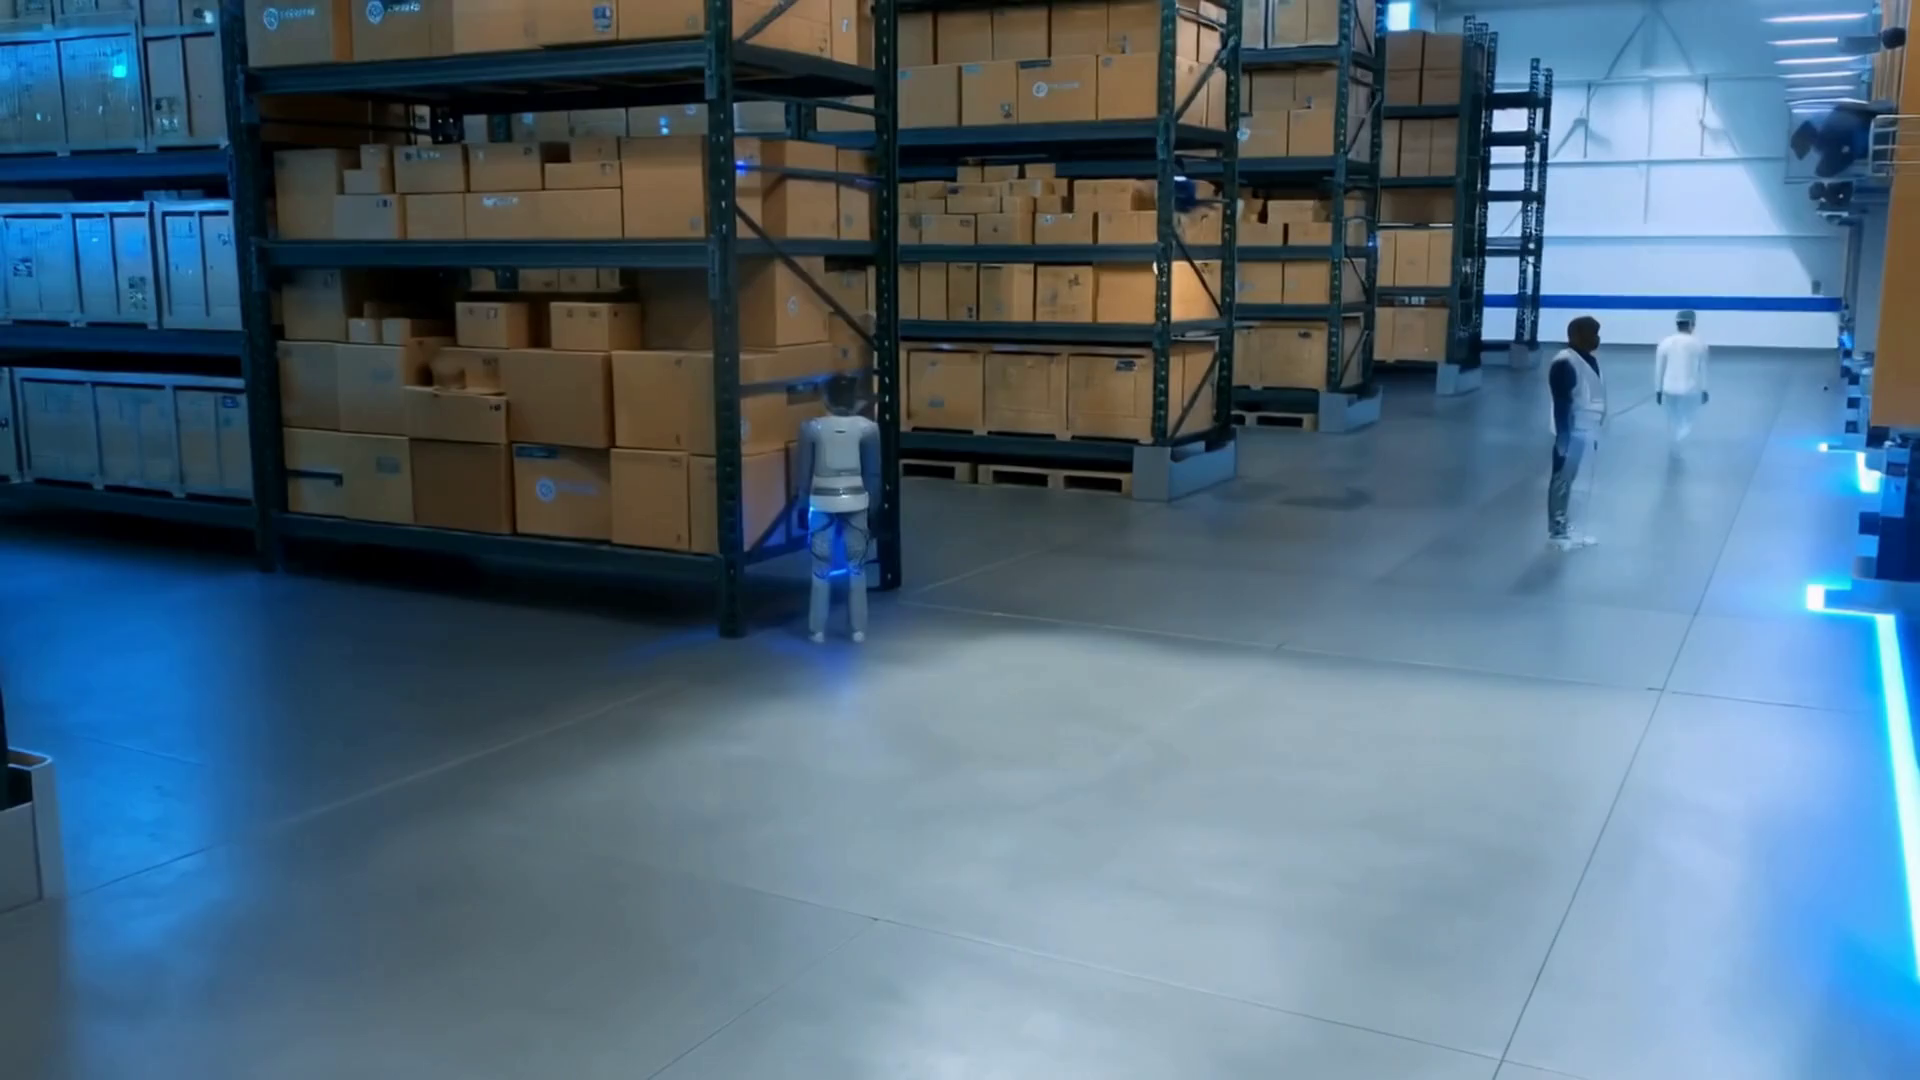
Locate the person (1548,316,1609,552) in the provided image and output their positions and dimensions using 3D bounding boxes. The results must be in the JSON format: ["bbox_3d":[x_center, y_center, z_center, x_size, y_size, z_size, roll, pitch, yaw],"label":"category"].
[{"bbox_3d":[4.868,-0.836,13.096,0.429,1.844,0.624,9,13,42],"label":"person"}]

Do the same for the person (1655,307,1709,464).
[{"bbox_3d":[7.911,-1.680,18.259,0.443,1.739,0.583,-9,14,-43],"label":"person"}]

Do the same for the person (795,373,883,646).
[{"bbox_3d":[-0.713,-0.176,9.888,0.525,1.632,0.313,-2,10,-14],"label":"person"}]

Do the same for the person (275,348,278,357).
[{"bbox_3d":[-8.011,-1.987,19.476,0.357,1.938,0.552,-3,10,-17],"label":"person"}]
